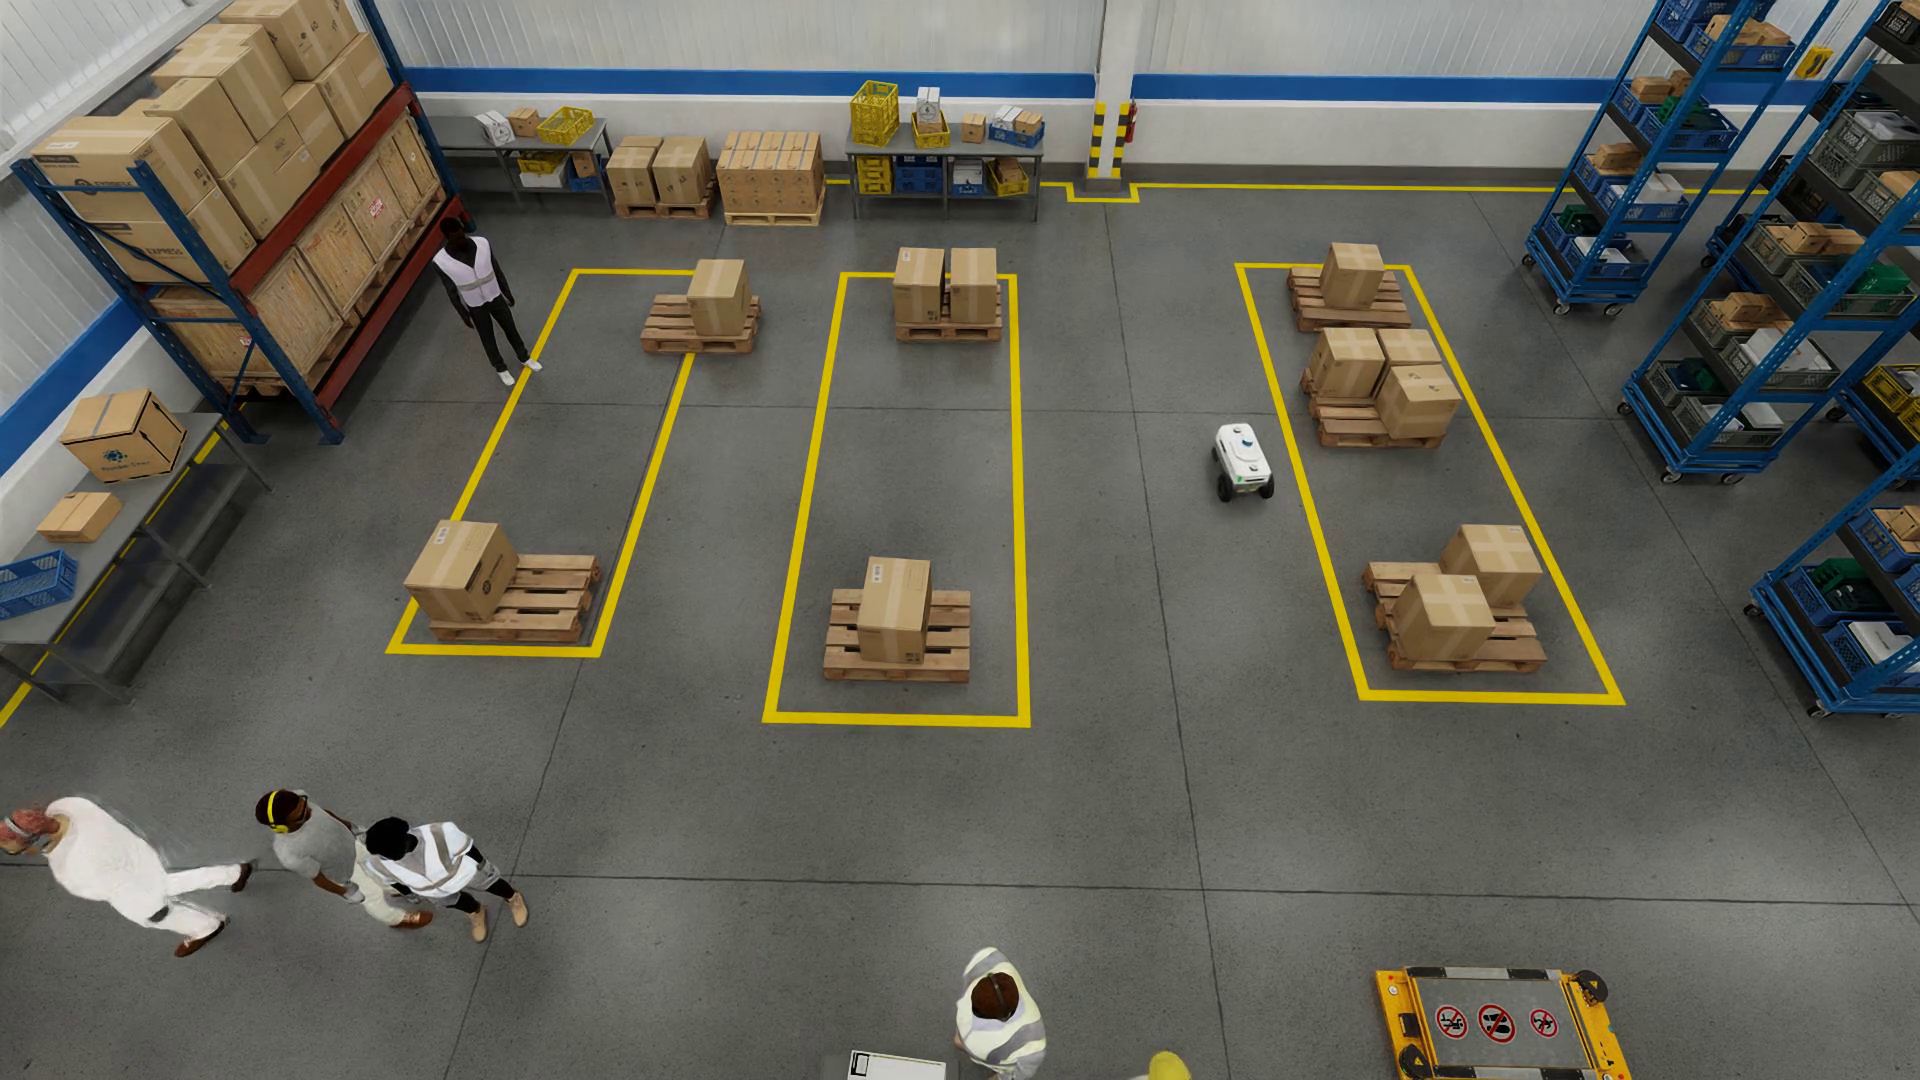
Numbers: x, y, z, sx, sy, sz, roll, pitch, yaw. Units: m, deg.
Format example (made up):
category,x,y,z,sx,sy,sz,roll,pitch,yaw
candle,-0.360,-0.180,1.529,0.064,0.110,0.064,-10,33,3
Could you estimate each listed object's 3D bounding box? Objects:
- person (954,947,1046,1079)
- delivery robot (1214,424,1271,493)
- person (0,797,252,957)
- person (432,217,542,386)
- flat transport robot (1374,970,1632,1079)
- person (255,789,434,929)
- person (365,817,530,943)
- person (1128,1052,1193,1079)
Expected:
category,x,y,z,sx,sy,sz,roll,pitch,yaw
person,0.192,2.778,5.197,0.429,1.842,0.633,-24,55,-19
delivery robot,2.743,-0.814,8.892,0.477,0.478,0.707,-5,51,-4
person,-5.179,2.094,5.727,0.534,1.876,0.665,-34,59,-25
person,-4.904,-2.464,9.428,0.378,1.910,0.591,34,58,25
flat transport robot,3.501,3.133,5.914,1.431,0.197,0.652,1,51,1
person,-3.879,2.024,5.807,0.333,1.856,0.520,-16,53,-13
person,-3.265,2.135,5.821,0.539,1.686,0.321,-21,54,-16
person,1.035,3.138,4.921,0.626,1.822,0.404,15,52,12
